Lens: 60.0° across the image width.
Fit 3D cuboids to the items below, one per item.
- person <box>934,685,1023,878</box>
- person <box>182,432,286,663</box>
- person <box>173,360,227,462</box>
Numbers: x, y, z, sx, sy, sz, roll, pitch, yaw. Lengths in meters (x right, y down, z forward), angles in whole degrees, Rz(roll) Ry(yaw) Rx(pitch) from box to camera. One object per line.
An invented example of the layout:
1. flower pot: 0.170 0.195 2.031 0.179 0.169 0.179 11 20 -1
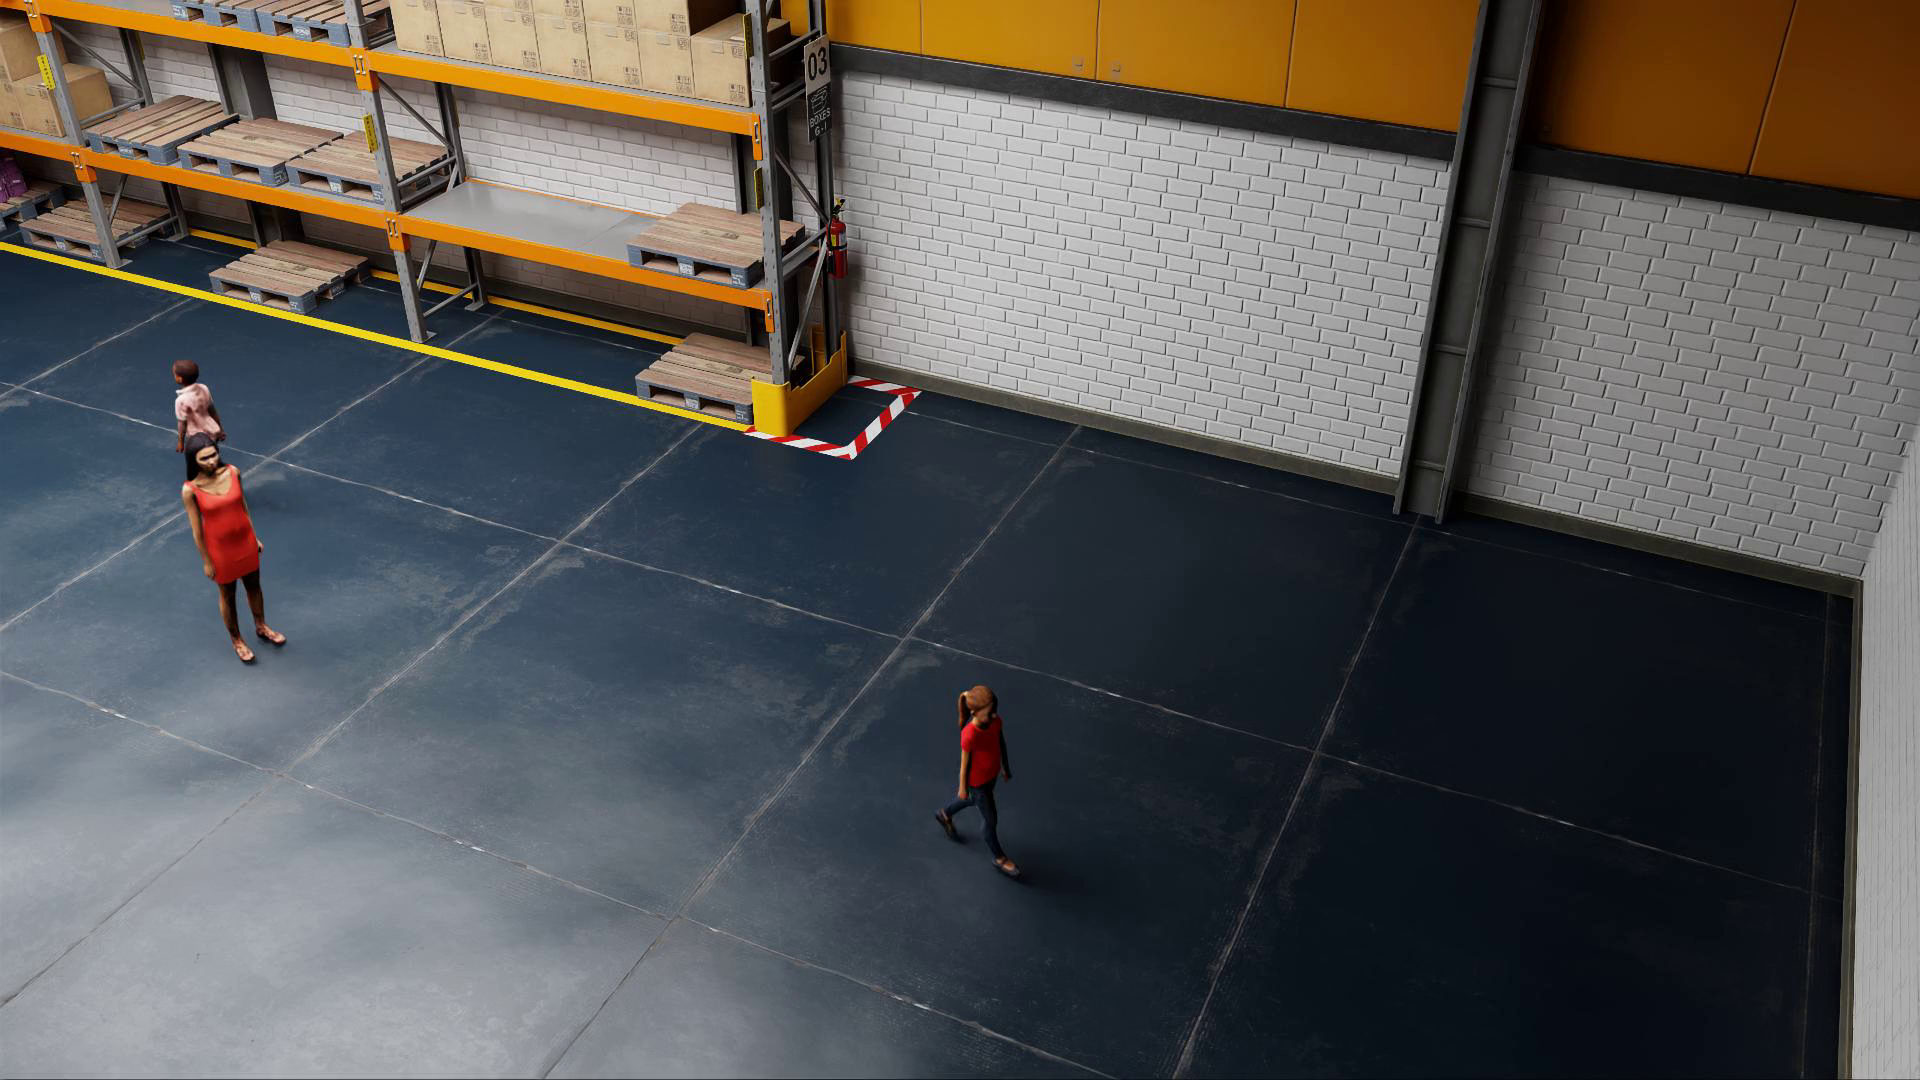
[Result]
1. person: 0.079 1.362 9.793 0.939 1.286 0.613 23 40 30
2. person: -5.013 0.029 11.407 0.561 1.719 0.621 21 39 29
3. person: -5.870 -0.809 13.051 0.603 1.296 0.554 5 34 7
